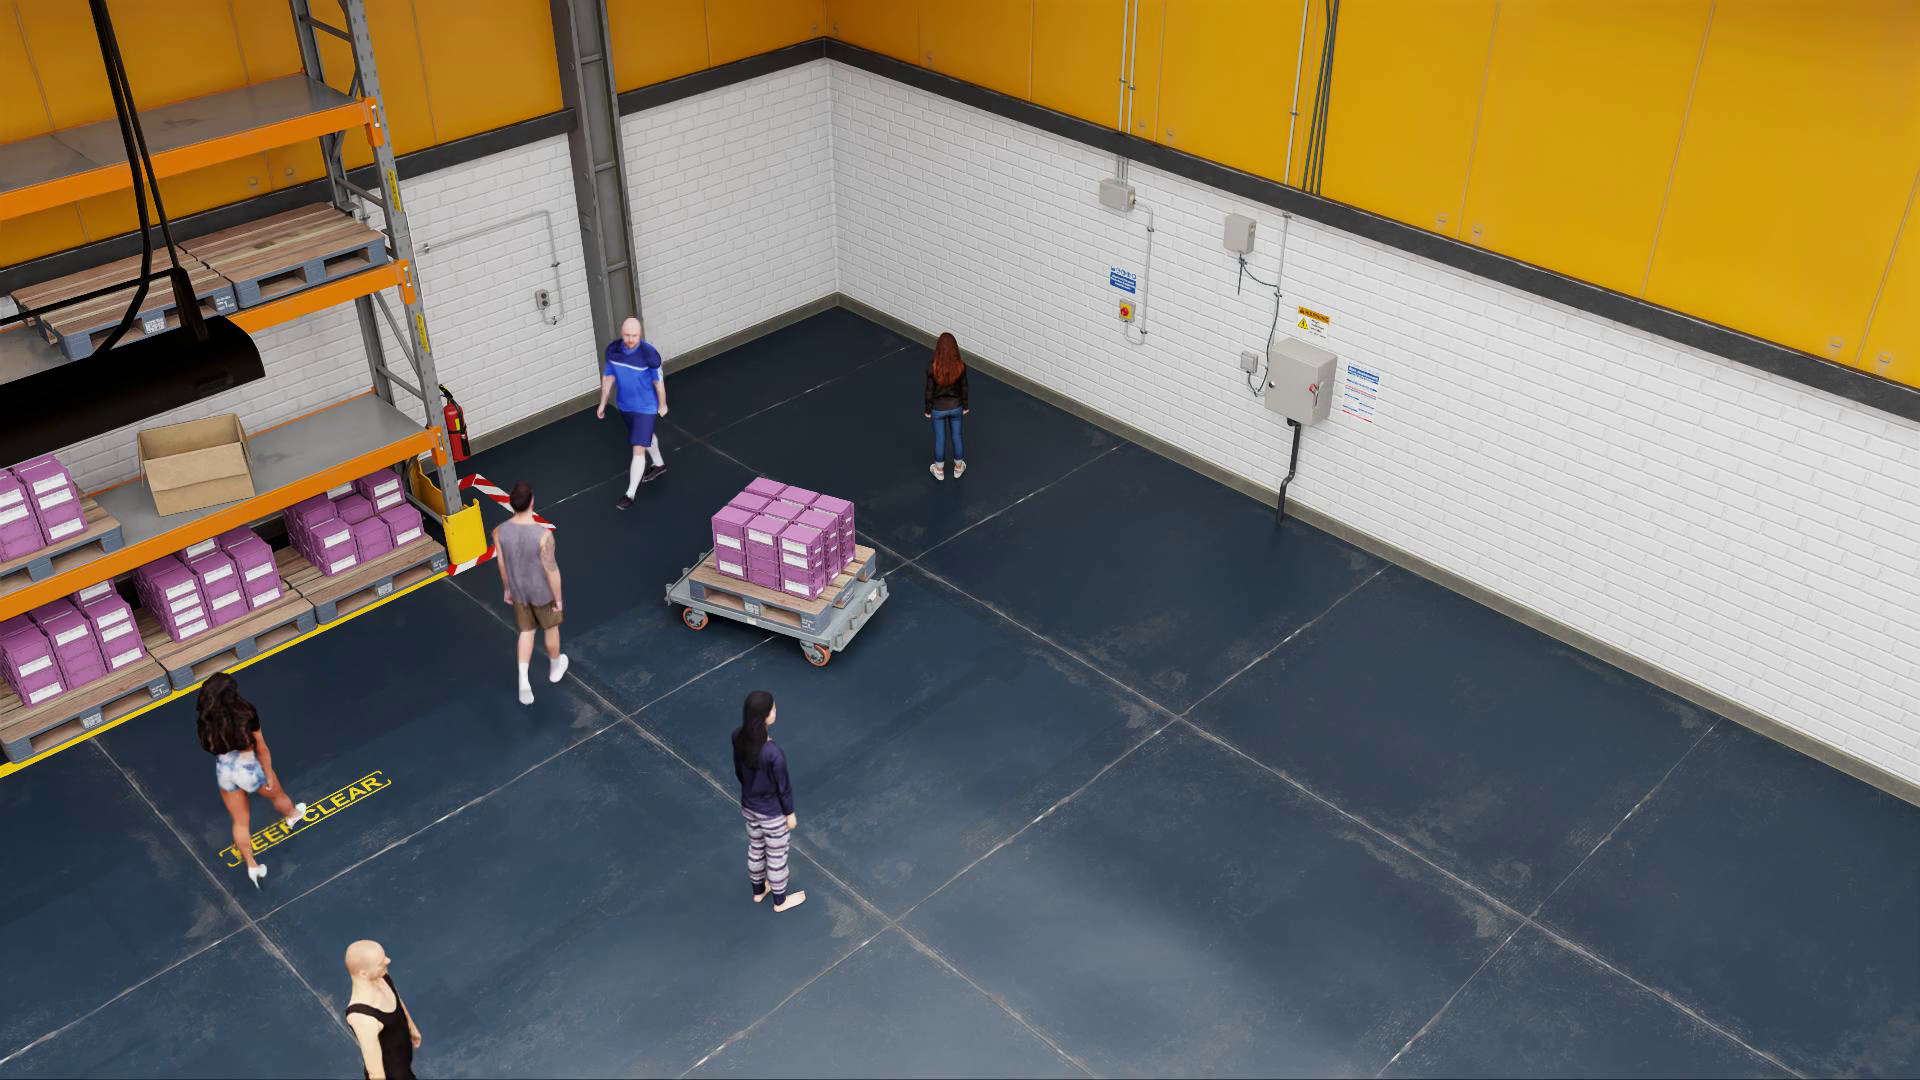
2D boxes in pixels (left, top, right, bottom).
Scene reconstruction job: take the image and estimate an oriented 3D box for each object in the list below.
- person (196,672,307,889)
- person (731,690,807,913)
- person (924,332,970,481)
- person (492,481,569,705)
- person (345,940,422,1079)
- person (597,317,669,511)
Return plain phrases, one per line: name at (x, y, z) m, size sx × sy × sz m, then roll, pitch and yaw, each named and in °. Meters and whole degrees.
person at (-4.748, 1.616, 10.956) m, size 0.947 × 1.590 × 1.030 m, roll 1°, pitch 34°, yaw 2°
person at (-1.259, 1.692, 10.713) m, size 0.623 × 1.732 × 0.535 m, roll 25°, pitch 41°, yaw 32°
person at (-0.121, -1.240, 15.349) m, size 0.605 × 1.483 × 0.705 m, roll -7°, pitch 34°, yaw -10°
person at (-3.190, 0.411, 12.336) m, size 0.992 × 1.834 × 1.103 m, roll 4°, pitch 34°, yaw 6°
person at (-3.134, 2.831, 8.948) m, size 1.120 × 1.790 × 0.983 m, roll -8°, pitch 34°, yaw -11°
person at (-2.863, -1.233, 15.071) m, size 0.957 × 1.780 × 1.255 m, roll 17°, pitch 37°, yaw 23°
